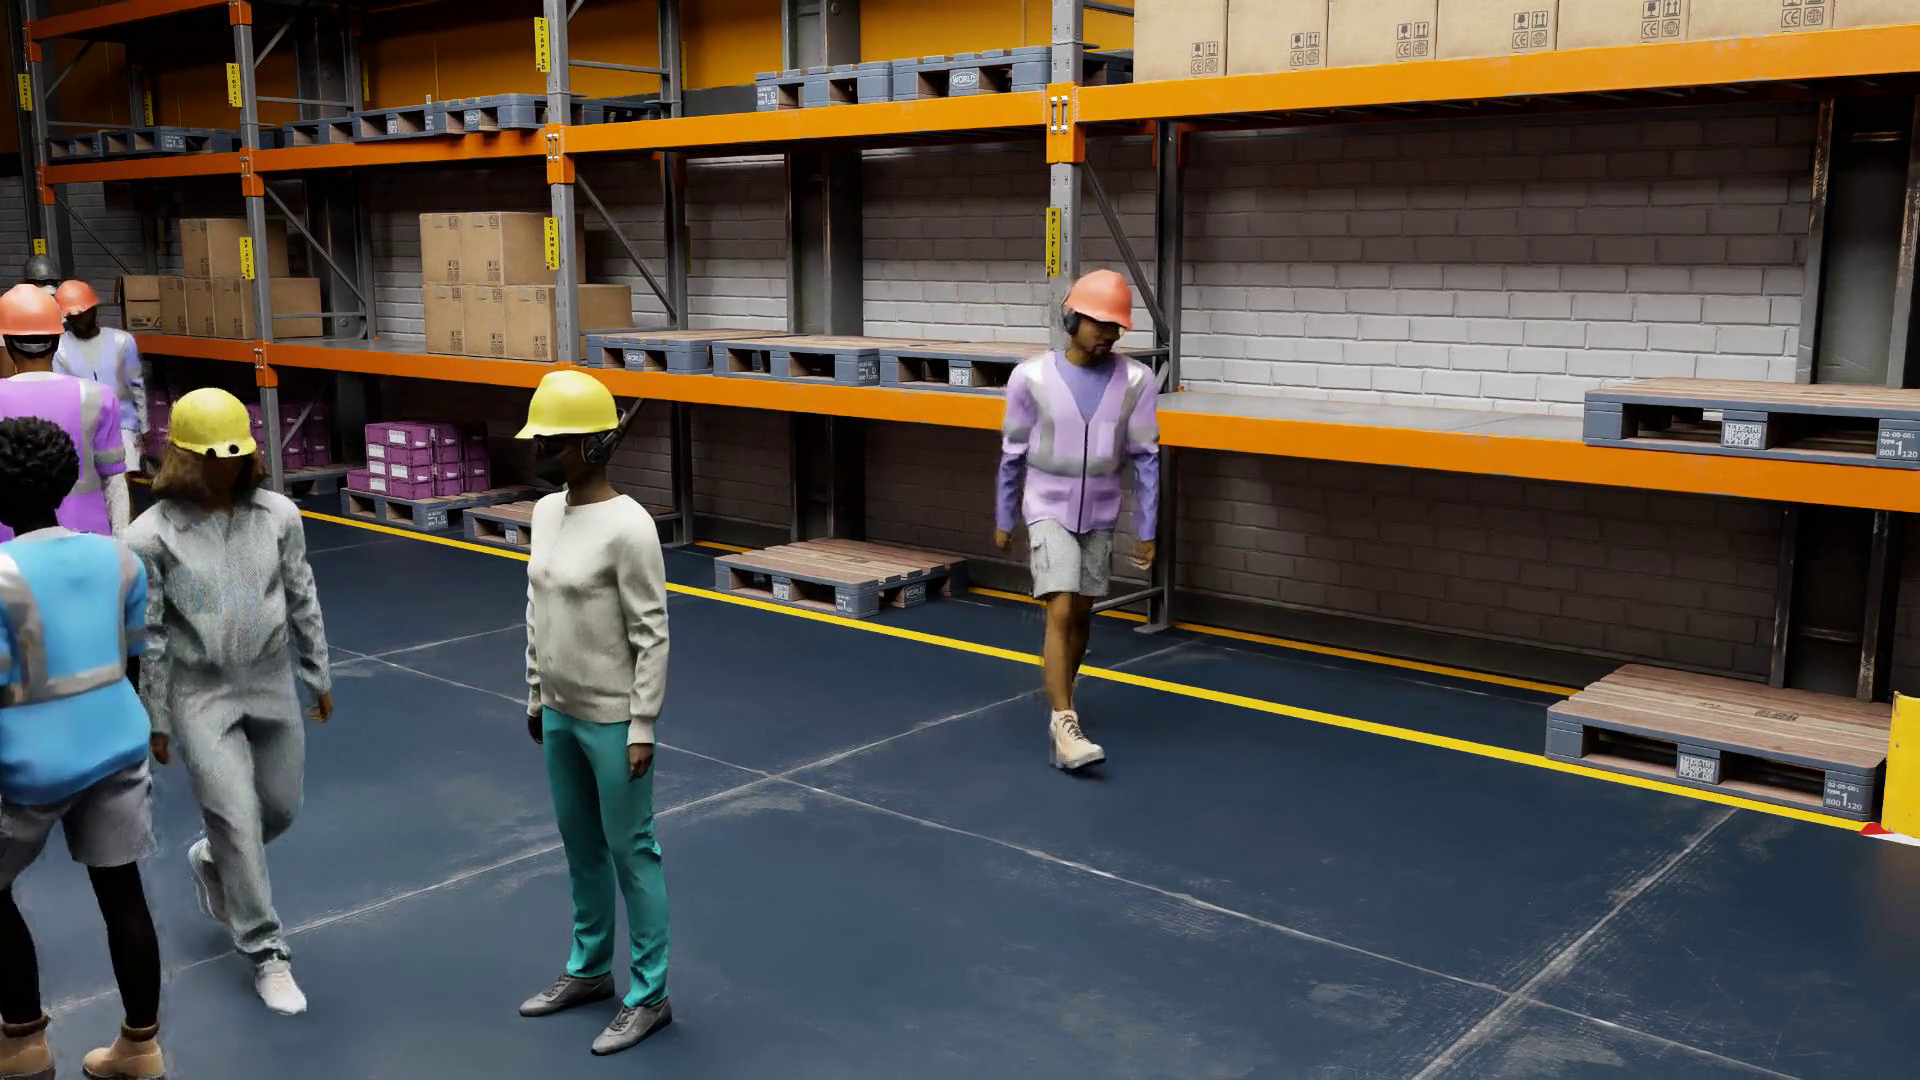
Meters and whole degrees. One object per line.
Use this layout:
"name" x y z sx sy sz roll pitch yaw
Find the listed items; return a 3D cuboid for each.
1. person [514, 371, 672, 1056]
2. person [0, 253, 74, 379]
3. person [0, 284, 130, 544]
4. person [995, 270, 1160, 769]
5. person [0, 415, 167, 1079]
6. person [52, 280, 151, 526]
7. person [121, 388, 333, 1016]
"person" -0.969 0.445 4.329 0.533 1.767 0.312 9 14 42
"person" -6.758 -1.112 12.415 0.536 2.000 0.688 6 12 32
"person" -3.427 0.015 6.278 0.545 1.942 0.354 -7 12 -34
"person" 0.476 -0.090 6.729 0.638 1.978 1.025 -2 10 -10
"person" -2.246 0.535 4.054 0.610 1.672 0.561 4 11 21
"person" -5.408 -0.685 10.449 0.569 1.871 0.810 -5 11 -27
"person" -2.061 0.417 4.640 0.705 1.709 0.539 9 13 41
